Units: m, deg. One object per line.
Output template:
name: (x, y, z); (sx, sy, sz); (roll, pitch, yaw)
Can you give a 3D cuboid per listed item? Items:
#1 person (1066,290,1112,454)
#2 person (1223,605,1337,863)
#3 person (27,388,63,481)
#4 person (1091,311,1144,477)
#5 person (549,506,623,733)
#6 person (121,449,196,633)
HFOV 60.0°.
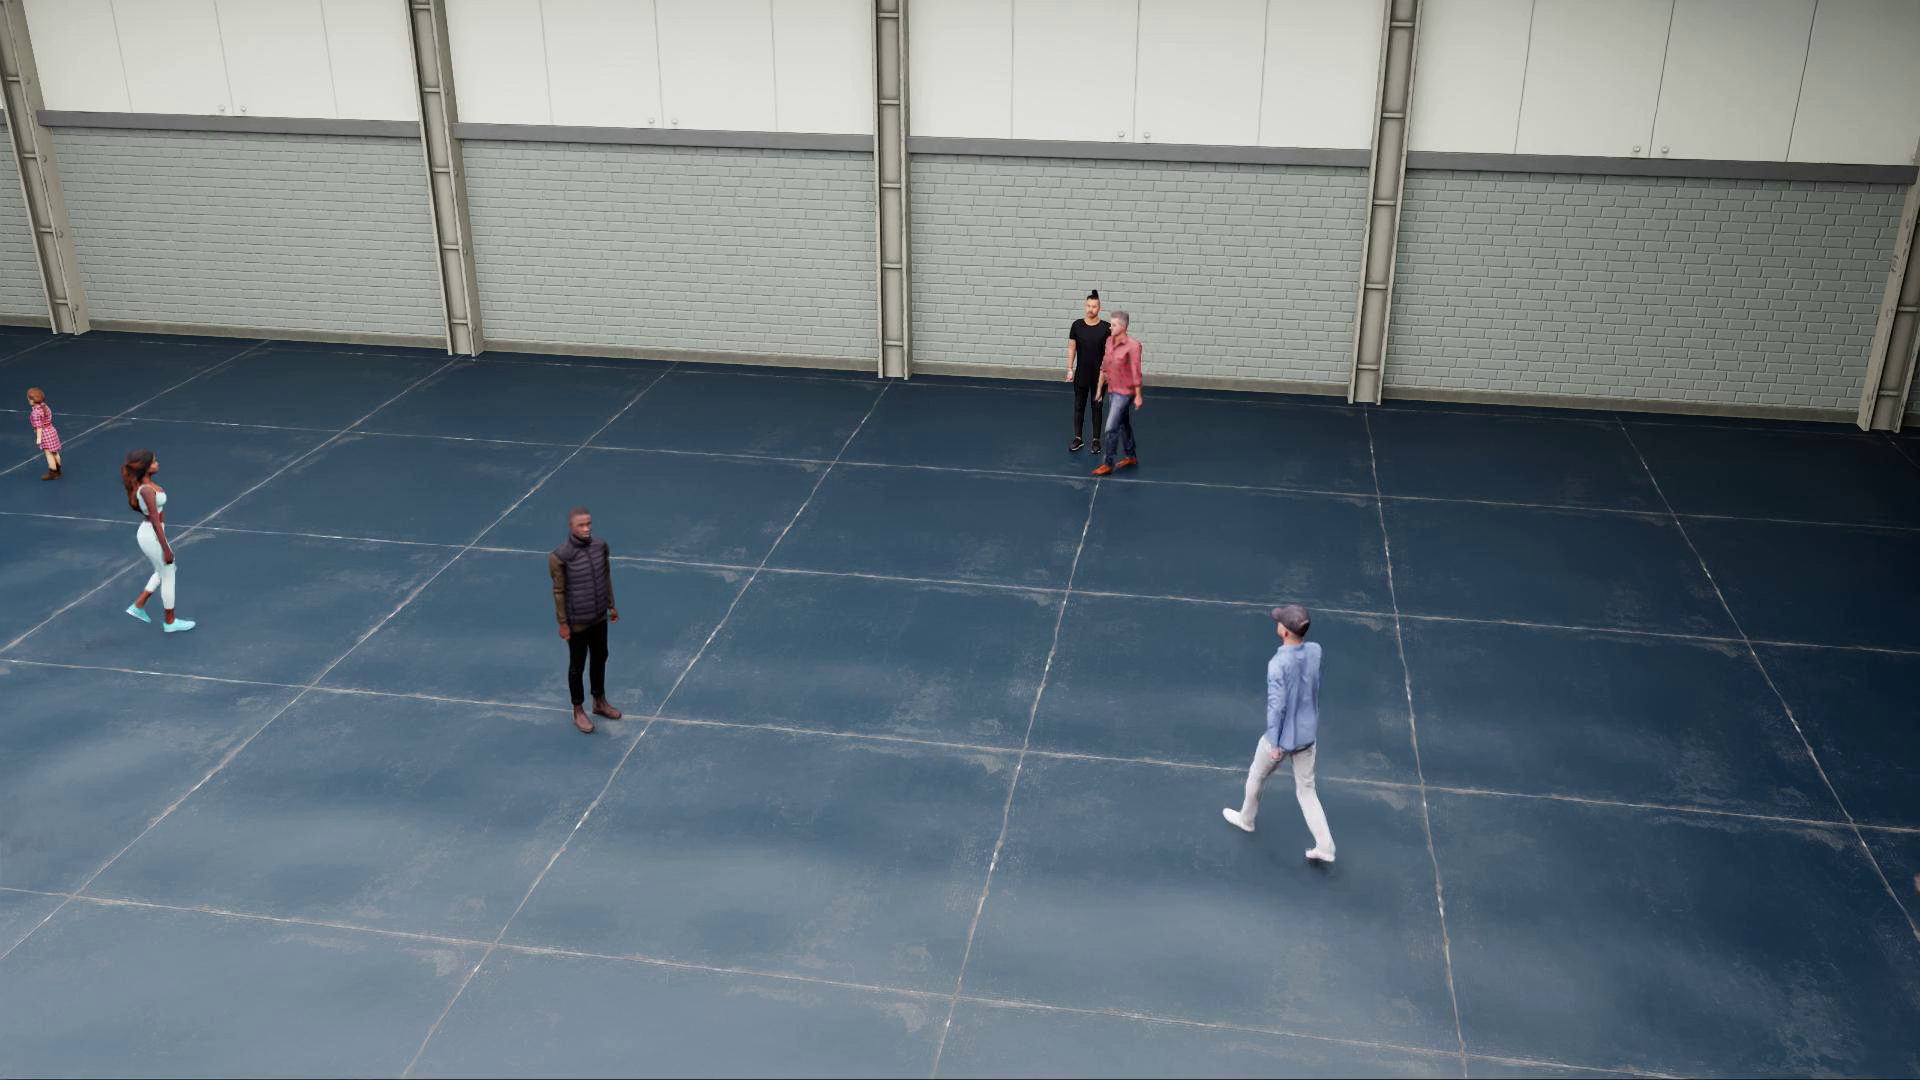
person: (1.475, -1.916, 18.841); (0.552, 1.856, 0.762); (7, 24, 15)
person: (2.290, 1.330, 11.210); (1.178, 1.855, 1.191); (-13, 26, -28)
person: (-9.985, -1.168, 18.152); (0.481, 1.019, 0.462); (0, 23, -1)
person: (1.844, -1.627, 18.226); (1.116, 1.806, 1.035); (-13, 26, -27)
person: (-2.925, 0.588, 12.978); (0.761, 1.838, 0.779); (18, 29, 36)
person: (-7.068, 0.036, 14.436); (0.865, 1.711, 0.803); (-15, 27, -31)
